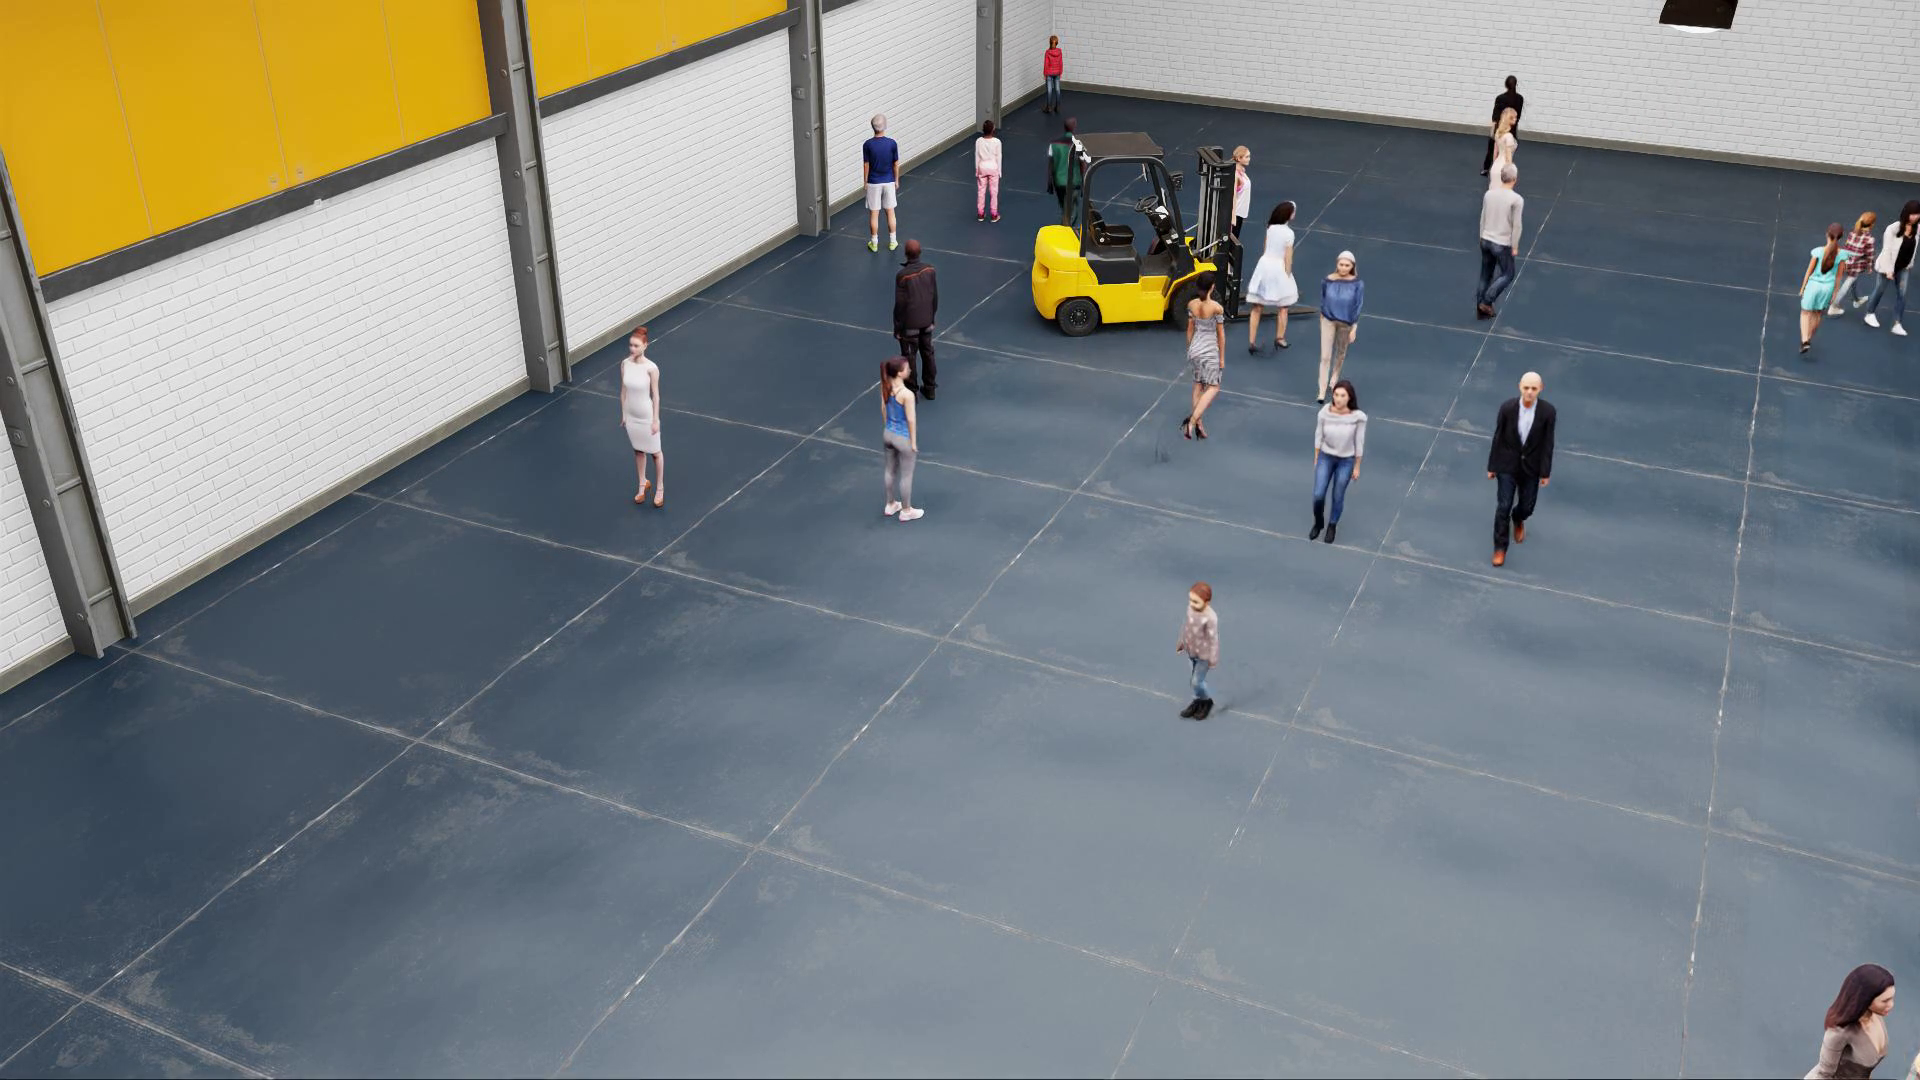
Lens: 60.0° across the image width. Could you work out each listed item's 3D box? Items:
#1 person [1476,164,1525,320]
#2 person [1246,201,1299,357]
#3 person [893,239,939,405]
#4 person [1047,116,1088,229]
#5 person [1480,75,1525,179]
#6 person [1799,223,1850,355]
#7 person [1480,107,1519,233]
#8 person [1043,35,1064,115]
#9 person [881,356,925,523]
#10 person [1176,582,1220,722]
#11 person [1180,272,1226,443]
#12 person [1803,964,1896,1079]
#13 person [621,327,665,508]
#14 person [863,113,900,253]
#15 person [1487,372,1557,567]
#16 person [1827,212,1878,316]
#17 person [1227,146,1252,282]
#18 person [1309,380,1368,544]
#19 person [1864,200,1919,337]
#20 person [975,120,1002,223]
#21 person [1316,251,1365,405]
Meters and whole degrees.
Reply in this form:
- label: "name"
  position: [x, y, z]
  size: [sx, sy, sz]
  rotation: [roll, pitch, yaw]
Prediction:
- label: "person"
  position: [6.396, -3.525, 19.914]
  size: [0.881, 1.893, 0.872]
  rotation: [-20, 34, -32]
- label: "person"
  position: [3.534, -2.951, 18.973]
  size: [0.993, 1.786, 0.878]
  rotation: [-25, 37, -38]
- label: "person"
  position: [-0.466, -2.342, 17.825]
  size: [0.735, 1.817, 0.852]
  rotation: [-17, 33, -28]
- label: "person"
  position: [1.409, -4.678, 22.110]
  size: [0.692, 1.813, 1.136]
  rotation: [13, 31, 23]
- label: "person"
  position: [8.145, -6.052, 24.822]
  size: [0.892, 1.628, 1.077]
  rotation: [-1, 29, -2]
- label: "person"
  position: [9.852, -2.860, 19.057]
  size: [0.622, 1.547, 0.917]
  rotation: [8, 30, 15]
- label: "person"
  position: [7.335, -4.974, 22.635]
  size: [0.709, 1.830, 0.605]
  rotation: [-4, 29, -7]
- label: "person"
  position: [1.616, -8.089, 28.883]
  size: [0.590, 1.317, 0.657]
  rotation: [-12, 31, -20]
- label: "person"
  position: [-0.564, -0.951, 15.490]
  size: [0.633, 1.609, 0.629]
  rotation: [-25, 37, -38]
- label: "person"
  position: [1.872, 0.825, 12.675]
  size: [0.619, 1.188, 0.581]
  rotation: [-16, 32, -26]
- label: "person"
  position: [2.411, -1.806, 16.850]
  size: [0.861, 1.809, 0.749]
  rotation: [-25, 37, -37]
- label: "person"
  position: [4.414, 2.822, 8.431]
  size: [0.569, 1.747, 0.713]
  rotation: [-24, 37, -37]
- label: "person"
  position: [-2.977, -1.146, 15.667]
  size: [0.565, 1.783, 0.483]
  rotation: [12, 31, 21]
- label: "person"
  position: [-1.062, -4.797, 22.303]
  size: [0.723, 1.838, 0.750]
  rotation: [-5, 29, -10]
- label: "person"
  position: [4.987, -0.680, 14.804]
  size: [0.737, 1.792, 0.913]
  rotation: [9, 30, 16]
- label: "person"
  position: [10.827, -3.338, 20.214]
  size: [0.918, 1.278, 0.879]
  rotation: [-9, 30, -15]
- label: "person"
  position: [3.488, -4.119, 21.113]
  size: [0.685, 1.787, 0.469]
  rotation: [10, 30, 18]
- label: "person"
  position: [3.432, -0.731, 15.075]
  size: [0.619, 1.621, 0.594]
  rotation: [10, 30, 17]
- label: "person"
  position: [11.045, -3.277, 19.764]
  size: [0.850, 1.601, 1.024]
  rotation: [-1, 29, -1]
- label: "person"
  position: [0.396, -5.239, 23.524]
  size: [0.576, 1.445, 0.561]
  rotation: [5, 29, 10]
- label: "person"
  position: [4.102, -2.331, 17.996]
  size: [0.723, 1.633, 1.193]
  rotation: [9, 30, 16]
